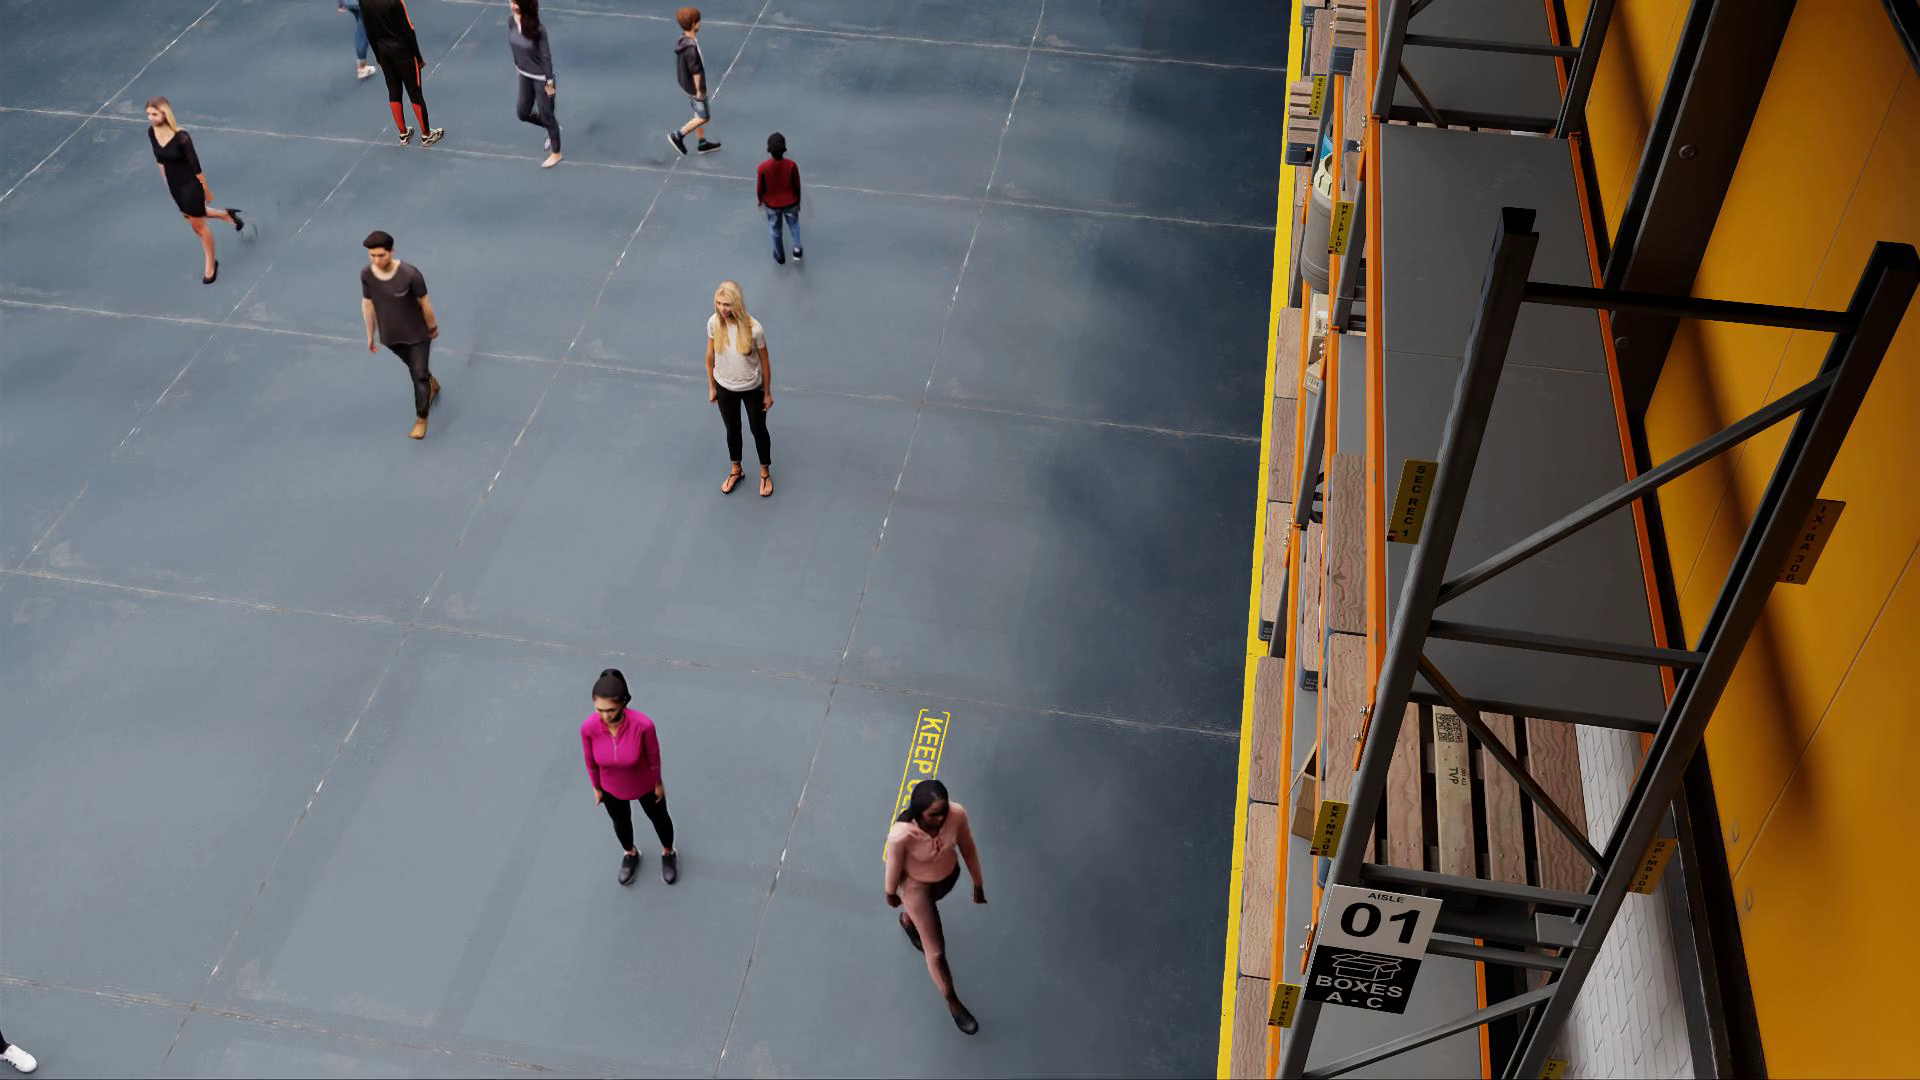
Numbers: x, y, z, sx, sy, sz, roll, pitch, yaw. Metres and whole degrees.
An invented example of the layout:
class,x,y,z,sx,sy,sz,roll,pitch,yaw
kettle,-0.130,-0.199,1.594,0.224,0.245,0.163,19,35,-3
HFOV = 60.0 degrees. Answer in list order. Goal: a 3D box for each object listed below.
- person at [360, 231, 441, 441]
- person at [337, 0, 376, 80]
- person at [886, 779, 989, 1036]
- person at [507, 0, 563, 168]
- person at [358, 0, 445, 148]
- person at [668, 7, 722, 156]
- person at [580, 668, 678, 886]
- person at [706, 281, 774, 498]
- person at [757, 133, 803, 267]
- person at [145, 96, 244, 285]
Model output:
class,x,y,z,sx,sy,sz,roll,pitch,yaw
person,-4.188,-1.650,12.582,0.618,1.676,1.016,6,44,7
person,-6.053,-5.323,16.605,0.692,1.445,1.014,15,46,15
person,-0.209,1.797,8.969,1.122,1.670,1.209,-24,48,-23
person,-3.838,-4.305,15.311,0.741,1.757,0.783,22,48,21
person,-5.265,-4.543,15.522,0.619,1.809,0.517,7,44,8
person,-2.535,-4.236,15.474,0.796,1.433,0.779,-14,45,-14
person,-1.869,1.355,9.420,0.624,1.697,0.623,-2,44,-2
person,-1.560,-1.085,11.881,0.606,1.825,0.514,6,44,7
person,-1.528,-2.872,14.174,0.598,1.250,0.633,-10,45,-11
person,-6.452,-3.009,14.021,0.669,1.658,0.994,14,45,14
